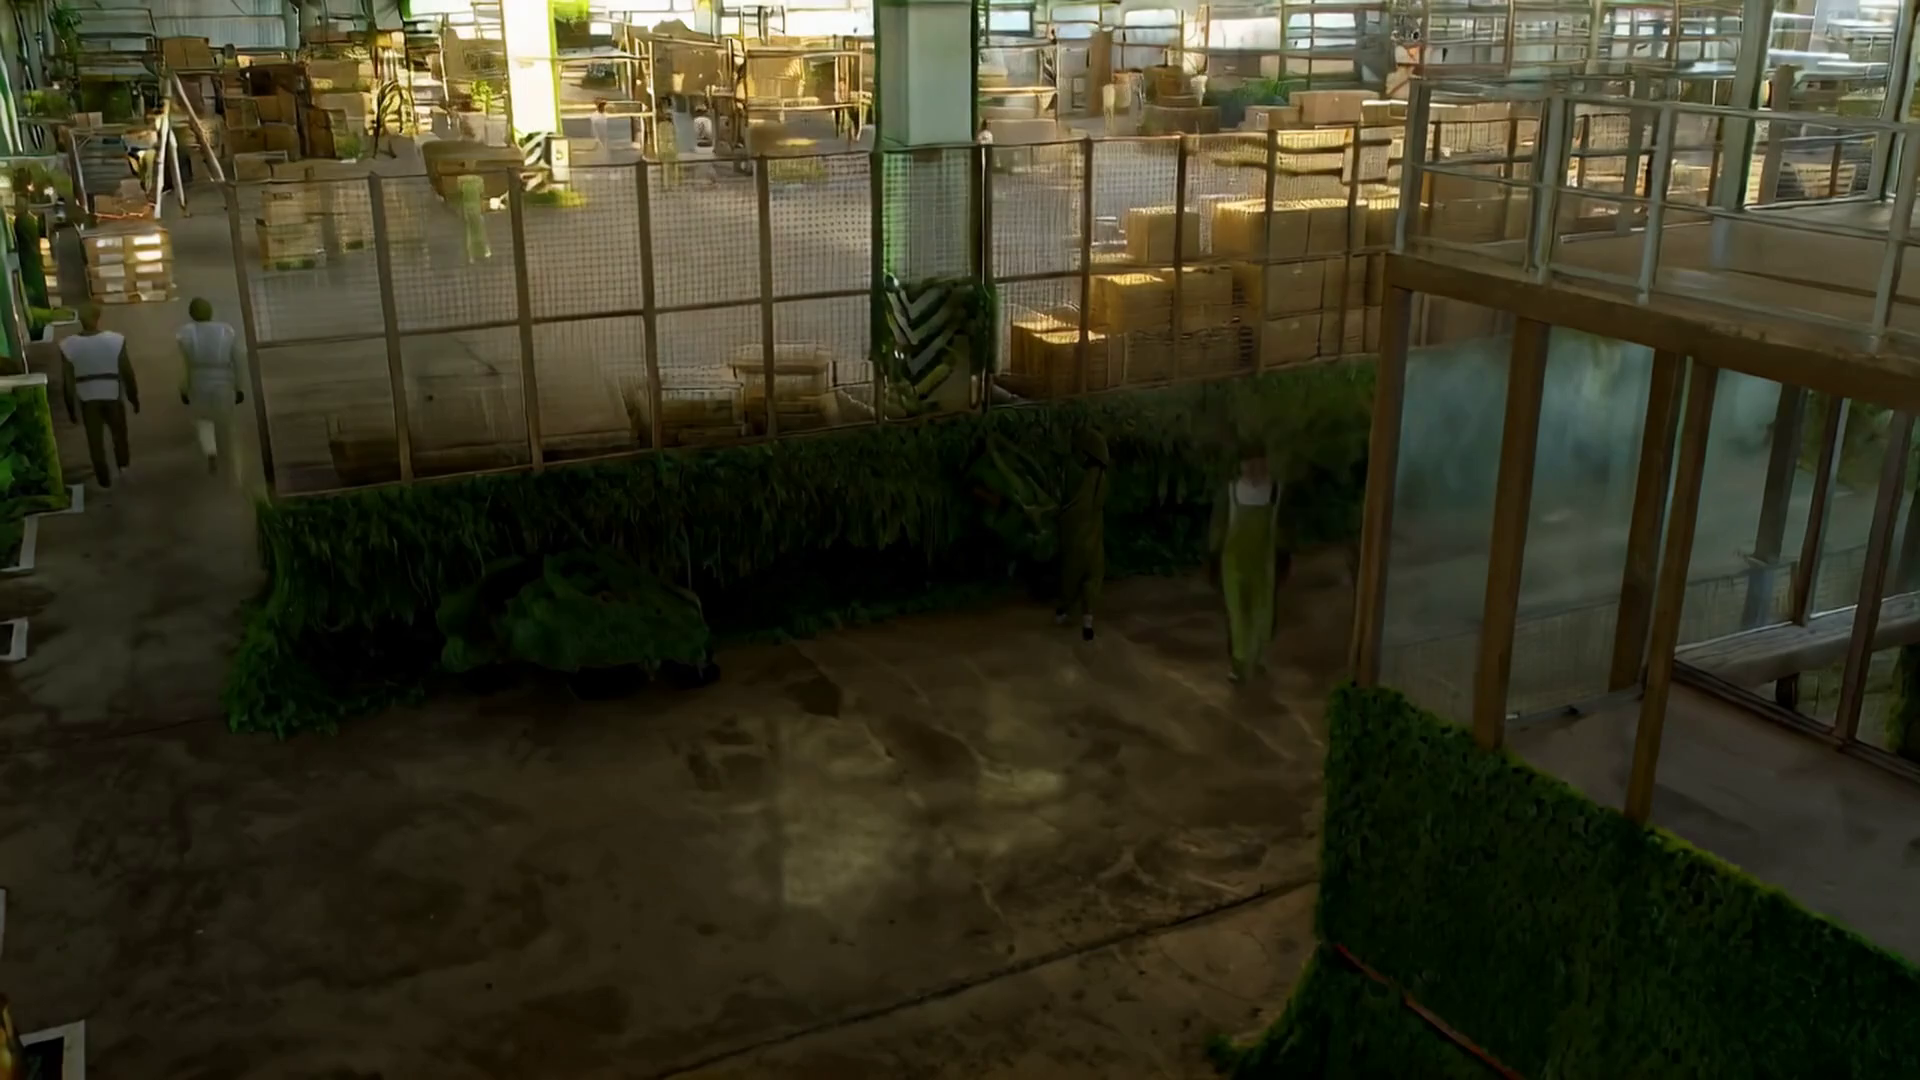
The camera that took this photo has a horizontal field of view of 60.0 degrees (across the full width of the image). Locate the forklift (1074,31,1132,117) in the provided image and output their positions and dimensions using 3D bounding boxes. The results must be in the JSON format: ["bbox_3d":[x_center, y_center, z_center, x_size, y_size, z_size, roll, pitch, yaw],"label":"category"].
[{"bbox_3d":[4.890,-15.991,57.024,1.873,2.768,1.129,-9,21,-25],"label":"forklift"}]

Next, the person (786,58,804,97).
[{"bbox_3d":[-5.964,-16.550,60.216,0.631,1.840,0.428,2,19,7],"label":"person"}]

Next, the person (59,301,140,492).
[{"bbox_3d":[-8.303,-1.350,16.085,0.650,1.890,0.598,-10,21,-27],"label":"person"}]

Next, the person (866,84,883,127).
[{"bbox_3d":[-2.214,-11.103,44.123,0.538,2.000,0.684,-1,19,-4],"label":"person"}]

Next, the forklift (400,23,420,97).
[{"bbox_3d":[-21.867,-18.833,65.262,1.873,2.768,1.129,1,19,2],"label":"forklift"}]

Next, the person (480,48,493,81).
[{"bbox_3d":[-20.016,-19.941,70.308,0.538,1.676,0.718,0,19,-1],"label":"person"}]

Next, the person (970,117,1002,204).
[{"bbox_3d":[0.538,-8.230,36.097,0.956,1.848,0.586,10,21,27],"label":"person"}]

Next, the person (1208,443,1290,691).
[{"bbox_3d":[2.017,0.199,11.678,0.519,1.828,0.434,5,20,13],"label":"person"}]

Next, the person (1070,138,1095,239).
[{"bbox_3d":[2.308,-6.634,31.427,0.353,1.877,0.573,-17,25,-40],"label":"person"}]

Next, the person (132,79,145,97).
[{"bbox_3d":[-25.369,-13.405,51.418,0.522,1.631,0.323,5,20,13],"label":"person"}]

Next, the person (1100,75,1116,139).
[{"bbox_3d":[4.424,-12.939,49.726,0.535,1.860,0.331,15,24,37],"label":"person"}]

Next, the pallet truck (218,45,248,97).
[{"bbox_3d":[-28.879,-18.665,66.111,0.823,1.965,1.885,-3,19,-9],"label":"pallet truck"}]

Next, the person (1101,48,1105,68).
[{"bbox_3d":[5.561,-18.194,64.877,0.881,1.902,0.645,15,24,37],"label":"person"}]

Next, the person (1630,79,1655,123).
[{"bbox_3d":[19.776,-12.507,48.313,0.627,1.988,1.040,3,19,9],"label":"person"}]

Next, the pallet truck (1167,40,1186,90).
[{"bbox_3d":[9.045,-19.971,69.895,0.823,1.965,1.885,-3,19,-8],"label":"pallet truck"}]

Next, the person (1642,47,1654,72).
[{"bbox_3d":[28.655,-19.652,69.320,0.331,1.768,0.526,-10,21,-27],"label":"person"}]

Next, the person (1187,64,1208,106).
[{"bbox_3d":[7.731,-14.493,54.121,0.725,1.940,0.547,0,19,0],"label":"person"}]

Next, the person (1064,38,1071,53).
[{"bbox_3d":[5.117,-22.963,79.022,0.318,1.697,0.533,6,20,17],"label":"person"}]

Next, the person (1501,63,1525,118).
[{"bbox_3d":[18.553,-15.064,55.879,0.967,1.883,0.643,7,20,19],"label":"person"}]

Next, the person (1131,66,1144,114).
[{"bbox_3d":[6.191,-15.706,58.069,0.512,1.642,0.312,-5,20,-13],"label":"person"}]

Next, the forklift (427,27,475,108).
[{"bbox_3d":[-18.424,-17.180,60.473,1.873,2.768,1.129,-9,21,-25],"label":"forklift"}]

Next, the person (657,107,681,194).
[{"bbox_3d":[-6.606,-8.849,37.775,0.583,1.921,0.390,14,23,35],"label":"person"}]

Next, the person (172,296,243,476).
[{"bbox_3d":[-7.545,-1.539,16.753,0.623,1.819,0.762,-8,21,-22],"label":"person"}]

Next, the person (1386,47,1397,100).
[{"bbox_3d":[16.615,-17.942,64.018,0.377,1.995,0.611,3,19,10],"label":"person"}]

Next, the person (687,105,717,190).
[{"bbox_3d":[-6.021,-9.076,38.443,0.966,1.900,0.612,9,21,25],"label":"person"}]

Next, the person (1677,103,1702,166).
[{"bbox_3d":[17.374,-9.429,39.541,0.582,1.854,0.997,-6,20,-18],"label":"person"}]

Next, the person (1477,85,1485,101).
[{"bbox_3d":[15.287,-12.495,48.742,0.868,1.658,0.541,7,20,20],"label":"person"}]

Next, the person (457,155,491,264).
[{"bbox_3d":[-8.473,-5.782,29.031,0.551,1.817,0.961,-1,19,-2],"label":"person"}]

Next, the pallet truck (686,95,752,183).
[{"bbox_3d":[-5.836,-9.608,39.856,0.823,1.965,1.885,10,22,27],"label":"pallet truck"}]

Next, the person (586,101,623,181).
[{"bbox_3d":[-8.622,-9.568,39.911,0.997,1.896,0.633,11,22,30],"label":"person"}]

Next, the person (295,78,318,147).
[{"bbox_3d":[-18.661,-12.227,47.557,0.592,1.923,0.381,-7,20,-20],"label":"person"}]
